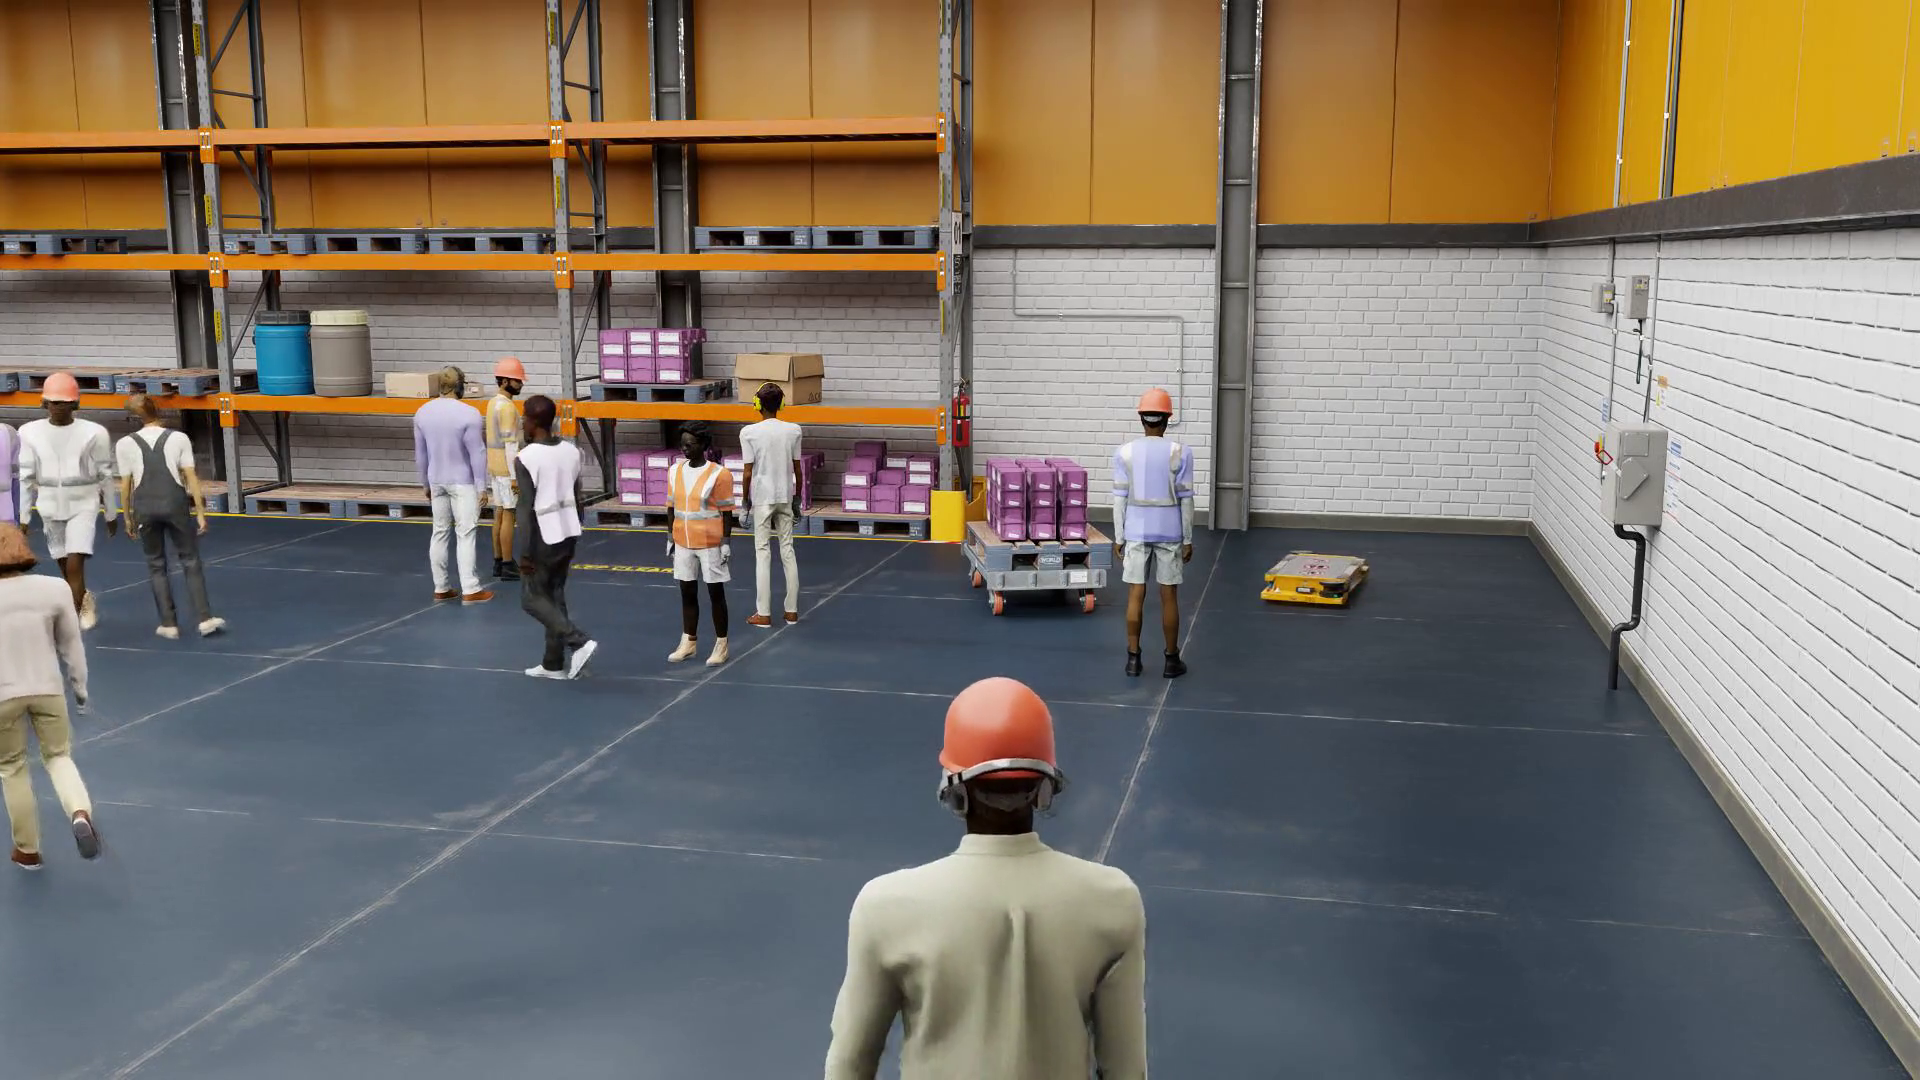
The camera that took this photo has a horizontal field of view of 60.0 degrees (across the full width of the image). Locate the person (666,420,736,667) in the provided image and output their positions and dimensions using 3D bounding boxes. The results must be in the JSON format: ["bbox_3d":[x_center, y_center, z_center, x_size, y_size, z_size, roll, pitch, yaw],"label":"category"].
[{"bbox_3d":[-1.788,0.022,11.393,0.540,1.695,0.317,4,11,25],"label":"person"}]

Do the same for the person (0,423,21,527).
[{"bbox_3d":[-6.565,-0.115,11.168,0.364,2.048,0.608,2,10,10],"label":"person"}]

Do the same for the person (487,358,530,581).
[{"bbox_3d":[-3.903,-0.612,14.455,0.376,1.929,0.551,-5,11,-29],"label":"person"}]

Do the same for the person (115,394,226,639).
[{"bbox_3d":[-5.846,-0.174,12.239,0.594,1.802,0.453,-4,10,-23],"label":"person"}]

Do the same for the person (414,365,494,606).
[{"bbox_3d":[-4.079,-0.439,13.407,0.635,1.936,0.355,4,10,21],"label":"person"}]

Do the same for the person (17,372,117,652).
[{"bbox_3d":[-6.460,-0.237,12.087,0.603,1.990,1.062,-2,10,-12],"label":"person"}]

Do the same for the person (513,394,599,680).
[{"bbox_3d":[-2.639,0.004,10.871,0.580,1.909,0.586,4,11,24],"label":"person"}]

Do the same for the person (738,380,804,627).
[{"bbox_3d":[-1.434,-0.271,12.615,0.514,1.872,0.328,-5,11,-28],"label":"person"}]

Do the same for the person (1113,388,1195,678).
[{"bbox_3d":[1.290,-0.041,11.069,0.543,1.933,0.369,3,10,15],"label":"person"}]

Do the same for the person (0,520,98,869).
[{"bbox_3d":[-4.175,0.724,7.471,0.517,1.611,0.555,-9,13,-43],"label":"person"}]

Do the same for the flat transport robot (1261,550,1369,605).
[{"bbox_3d":[2.994,0.304,13.936,0.652,0.197,1.431,4,10,22],"label":"flat transport robot"}]

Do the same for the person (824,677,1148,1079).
[{"bbox_3d":[0.035,1.234,3.462,0.624,1.937,1.012,-3,10,-16],"label":"person"}]
